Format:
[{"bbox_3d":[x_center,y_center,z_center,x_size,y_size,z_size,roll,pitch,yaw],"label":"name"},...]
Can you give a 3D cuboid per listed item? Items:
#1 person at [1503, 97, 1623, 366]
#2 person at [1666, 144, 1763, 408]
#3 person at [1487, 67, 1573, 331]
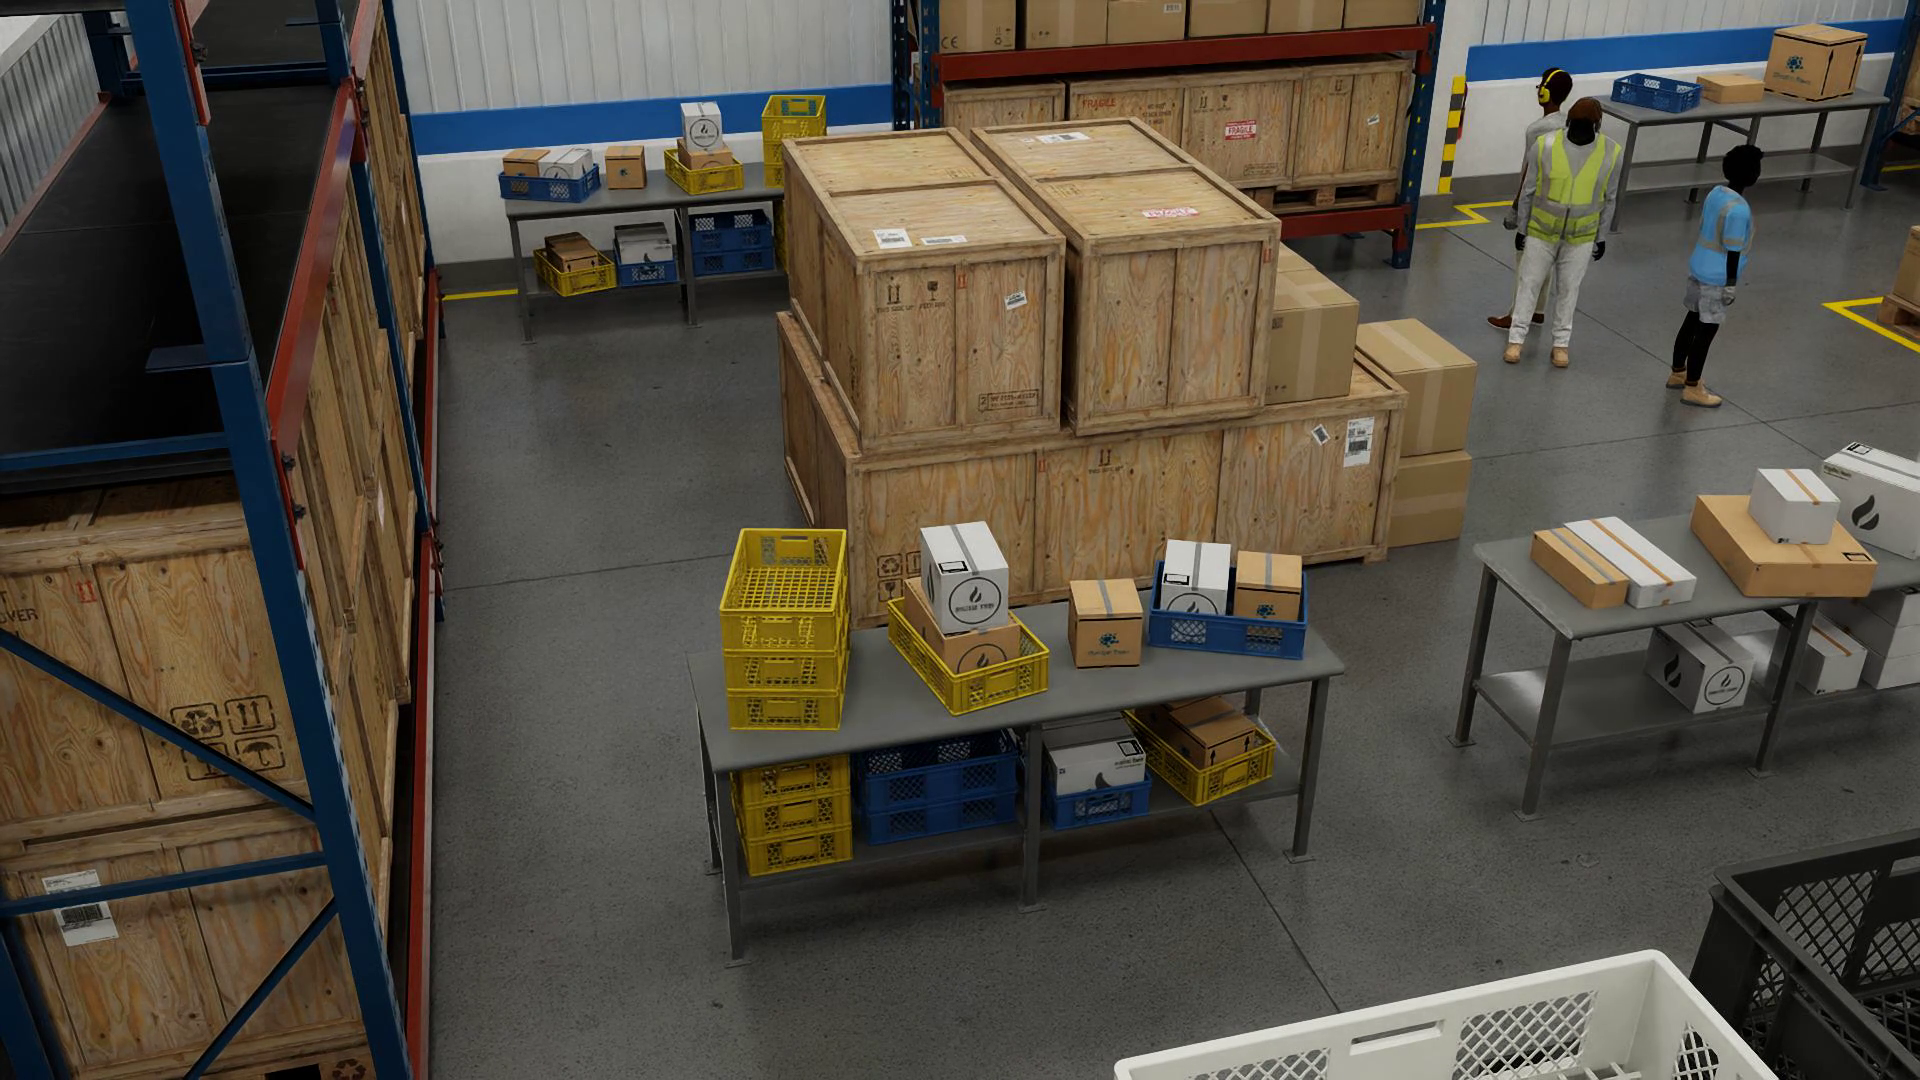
[{"bbox_3d":[4.065,-2.071,11.238,0.619,1.838,0.430,8,30,14],"label":"person"},{"bbox_3d":[4.875,-1.705,10.715,0.318,1.697,0.533,1,29,2],"label":"person"},{"bbox_3d":[4.089,-2.396,11.790,0.518,1.874,0.327,-16,33,-27],"label":"person"}]
